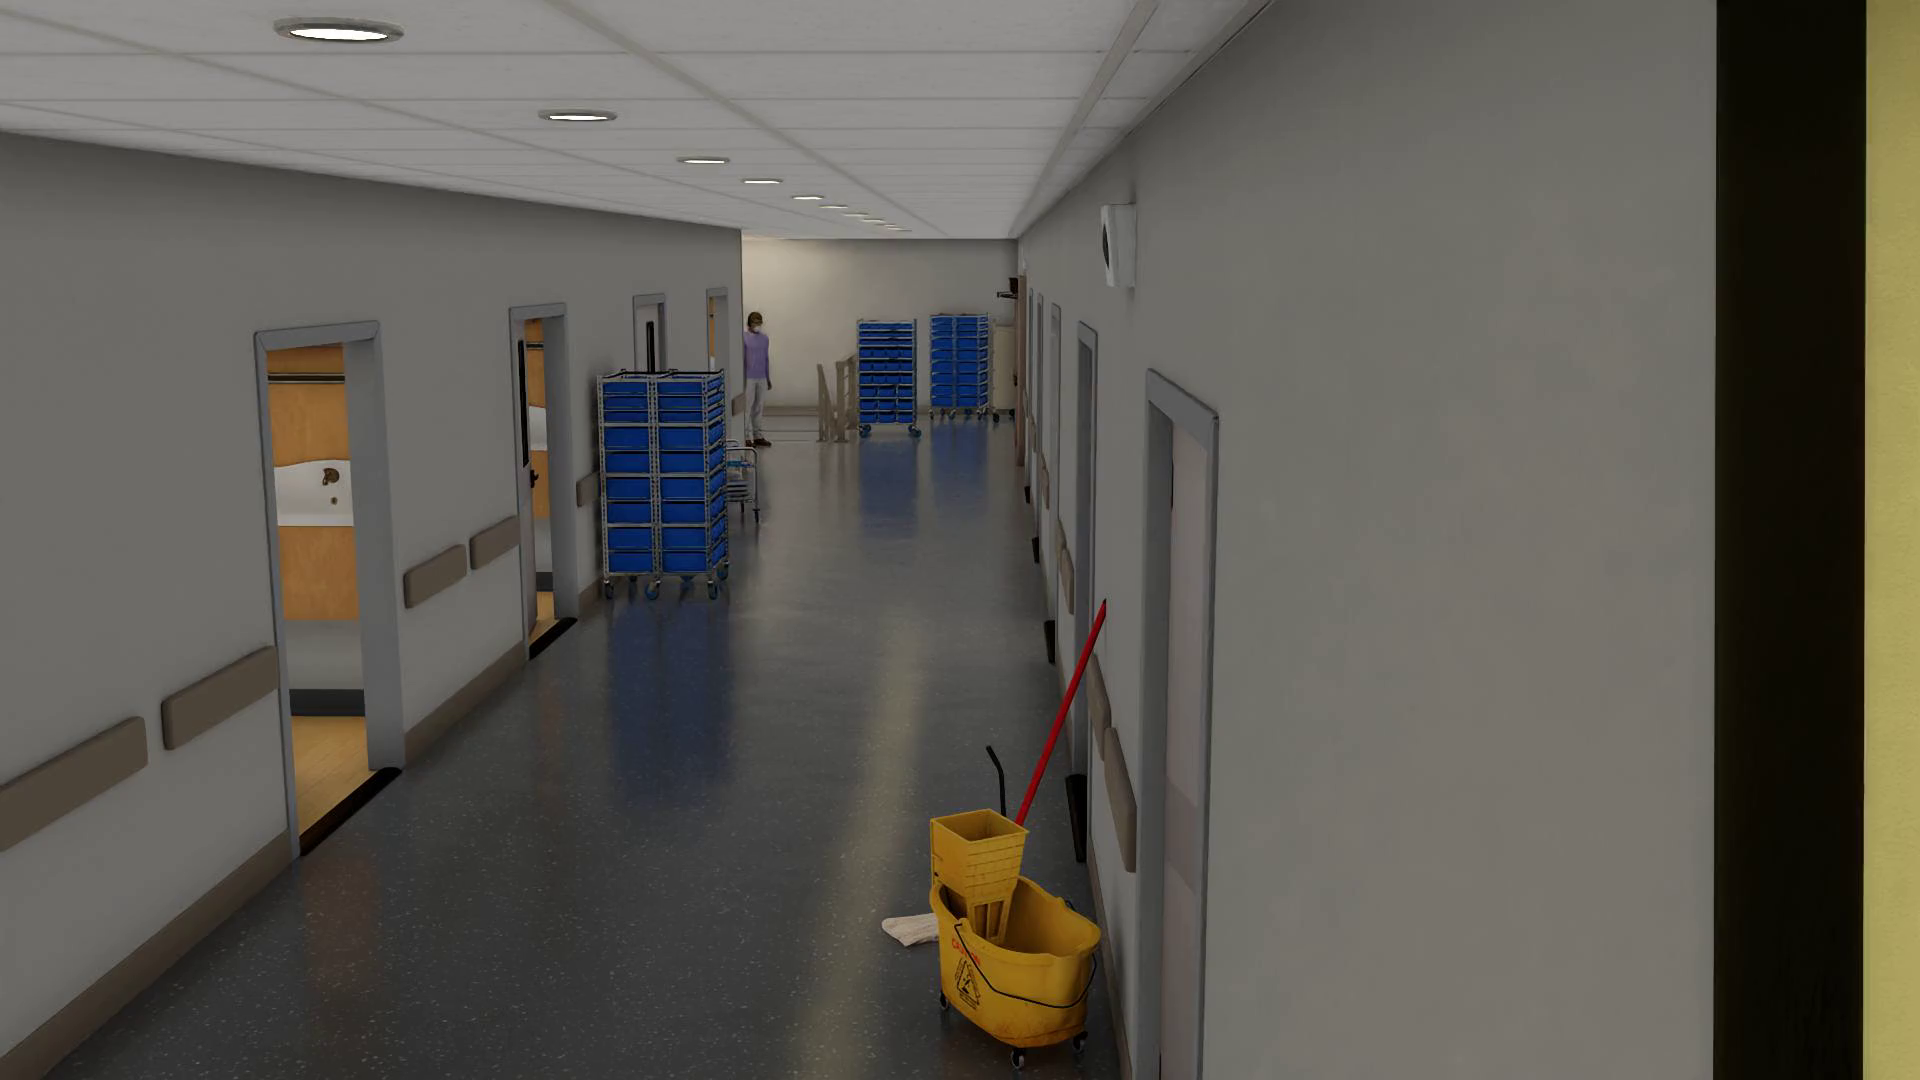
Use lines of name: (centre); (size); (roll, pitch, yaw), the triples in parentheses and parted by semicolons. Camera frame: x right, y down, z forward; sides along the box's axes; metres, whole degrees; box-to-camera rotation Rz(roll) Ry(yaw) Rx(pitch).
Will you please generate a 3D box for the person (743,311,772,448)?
person: (-2.929, -2.283, 23.663); (0.372, 1.934, 0.627); (7, 12, 37)
